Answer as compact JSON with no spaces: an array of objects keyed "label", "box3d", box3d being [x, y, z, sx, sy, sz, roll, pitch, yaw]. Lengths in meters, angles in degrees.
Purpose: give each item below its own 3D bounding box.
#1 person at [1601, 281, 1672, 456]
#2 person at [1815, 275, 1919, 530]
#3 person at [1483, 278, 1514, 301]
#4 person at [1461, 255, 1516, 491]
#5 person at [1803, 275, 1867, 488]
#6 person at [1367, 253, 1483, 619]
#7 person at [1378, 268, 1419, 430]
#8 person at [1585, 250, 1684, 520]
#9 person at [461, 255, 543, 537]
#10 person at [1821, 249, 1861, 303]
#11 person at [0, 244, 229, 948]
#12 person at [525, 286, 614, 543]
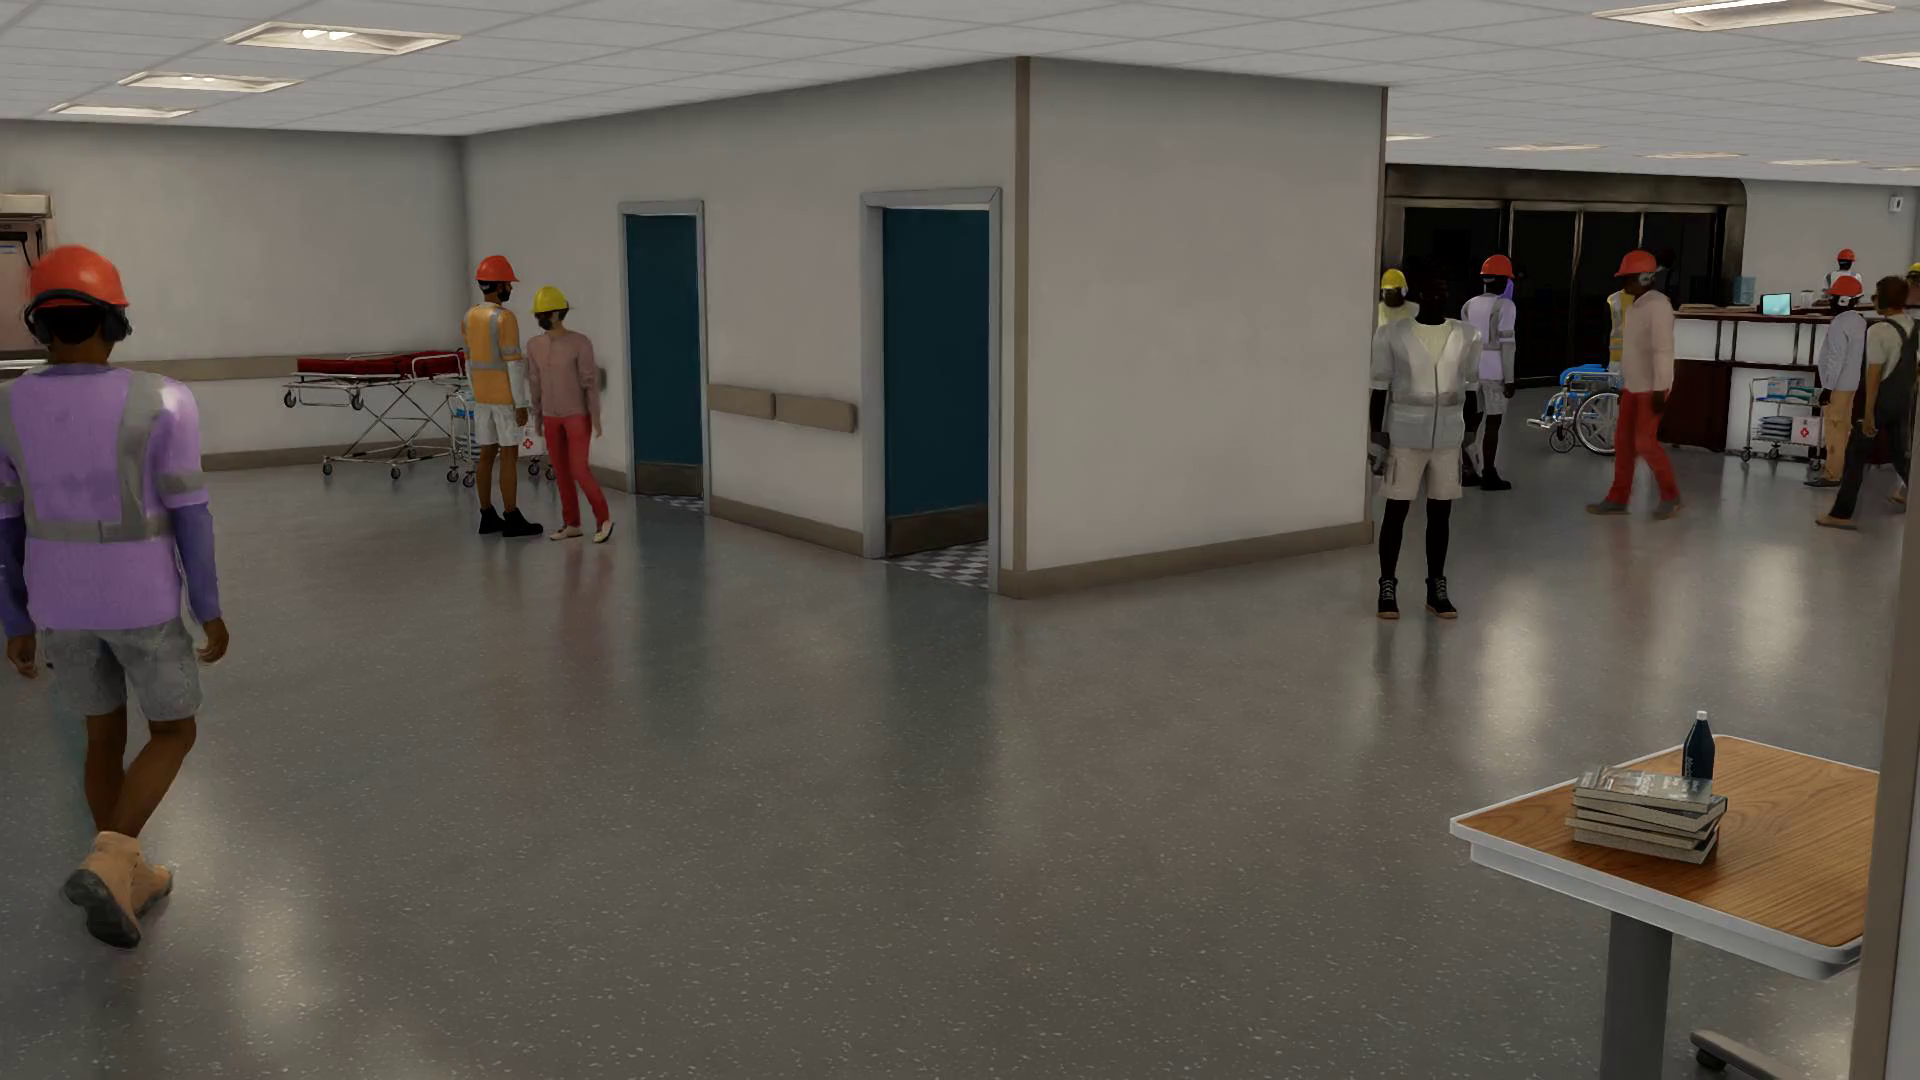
[{"label":"person","box3d":[6.449,-1.717,15.894,0.625,1.838,0.430,4,11,23]},{"label":"person","box3d":[6.430,-0.916,11.462,0.528,1.810,0.932,-4,11,-20]},{"label":"person","box3d":[7.257,-2.900,22.478,0.567,1.844,0.377,-8,13,-38]},{"label":"person","box3d":[4.364,-1.372,13.696,0.377,1.931,0.545,-5,11,-26]},{"label":"person","box3d":[7.276,-1.307,13.796,0.319,1.756,0.563,9,14,42]},{"label":"person","box3d":[2.499,-0.547,8.956,0.613,1.964,0.361,0,10,-2]},{"label":"person","box3d":[4.034,-1.619,15.449,0.594,1.802,0.848,5,11,28]},{"label":"person","box3d":[5.005,-1.134,12.225,0.579,1.976,0.662,-1,10,-3]},{"label":"person","box3d":[-3.180,-0.988,11.504,0.543,1.938,0.356,7,13,36]},{"label":"person","box3d":[13.480,-3.478,25.464,0.553,1.934,0.364,9,14,43]},{"label":"person","box3d":[-2.453,0.180,4.736,0.621,2.021,0.700,0,10,-2]},{"label":"person","box3d":[-2.665,-0.835,11.211,0.544,1.737,0.459,4,11,22]}]
